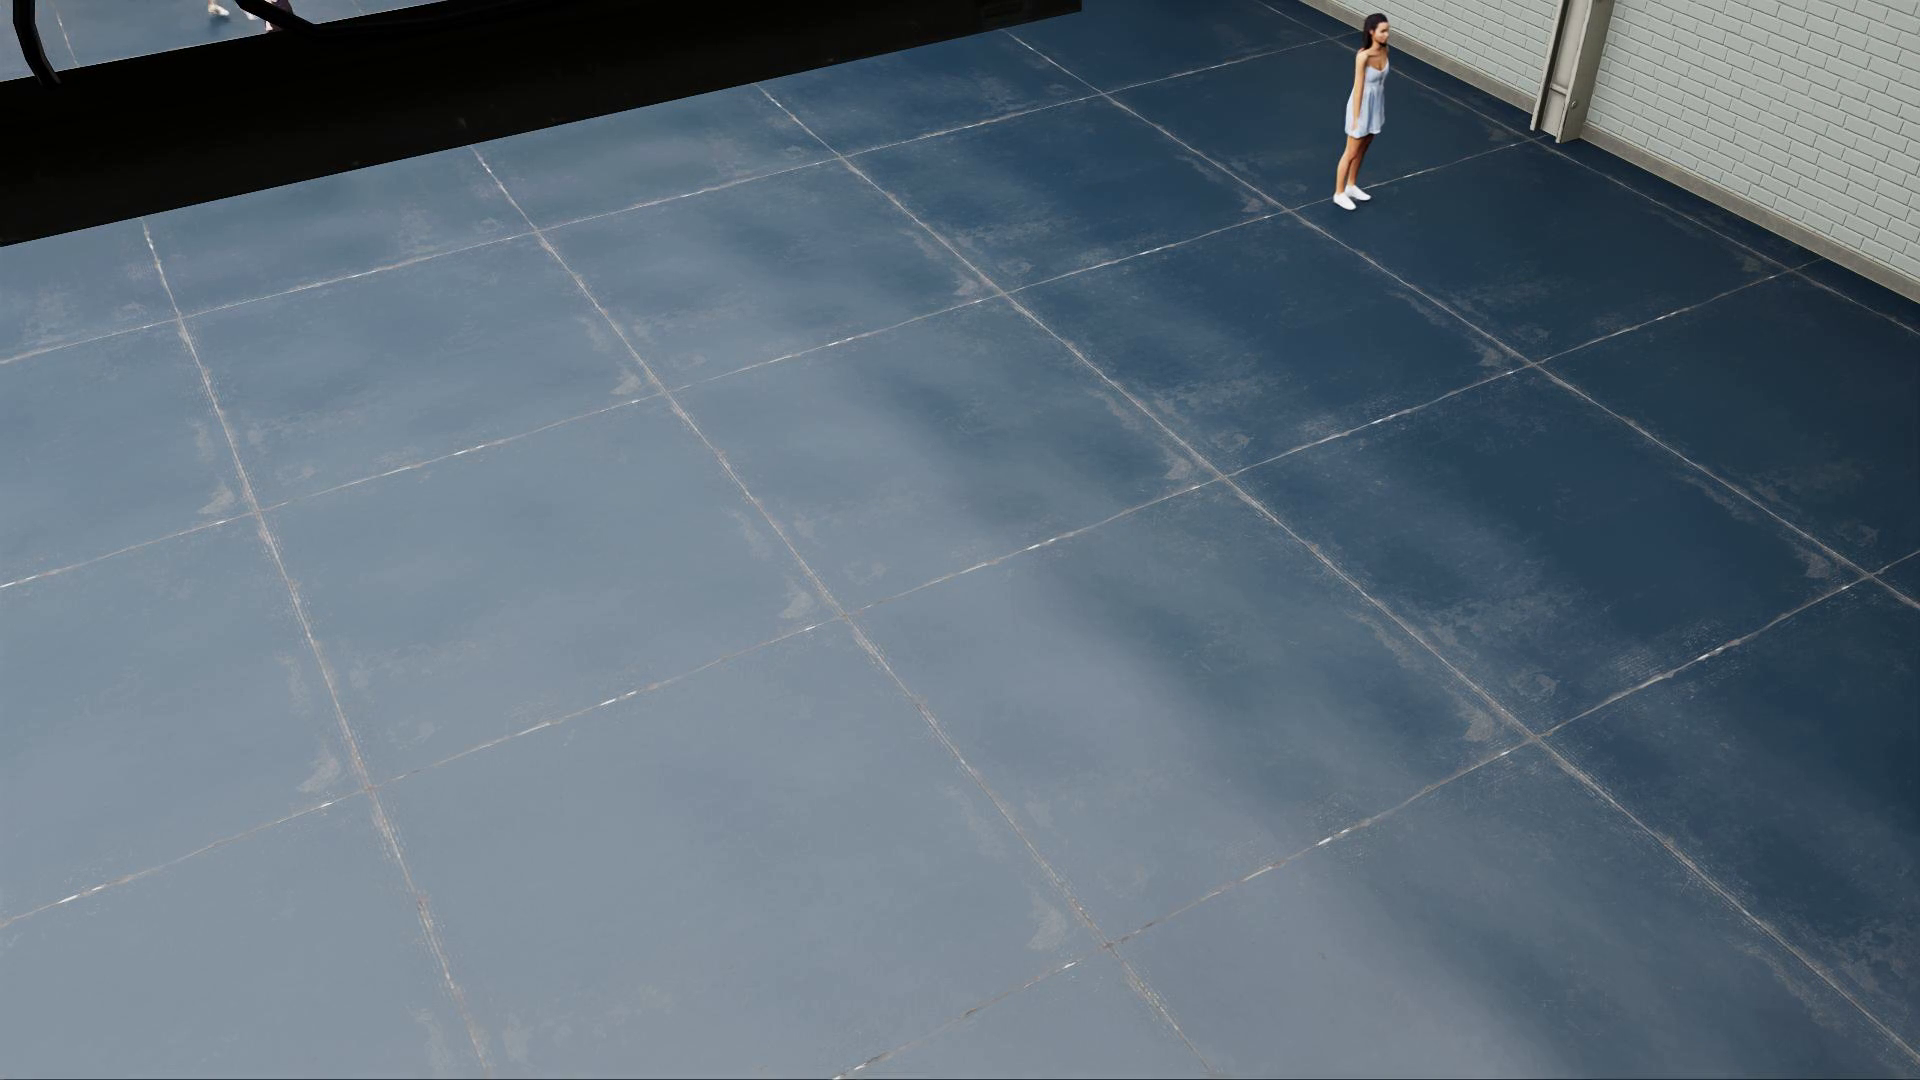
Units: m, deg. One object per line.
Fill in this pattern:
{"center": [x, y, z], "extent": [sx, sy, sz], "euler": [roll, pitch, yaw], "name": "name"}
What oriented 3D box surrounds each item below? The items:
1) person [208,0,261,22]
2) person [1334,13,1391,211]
{"center": [-8.183, -6.401, 18.199], "extent": [1.021, 1.437, 0.994], "euler": [7, 39, 8], "name": "person"}
{"center": [3.553, -3.779, 14.610], "extent": [0.618, 1.730, 0.643], "euler": [30, 47, 33], "name": "person"}
